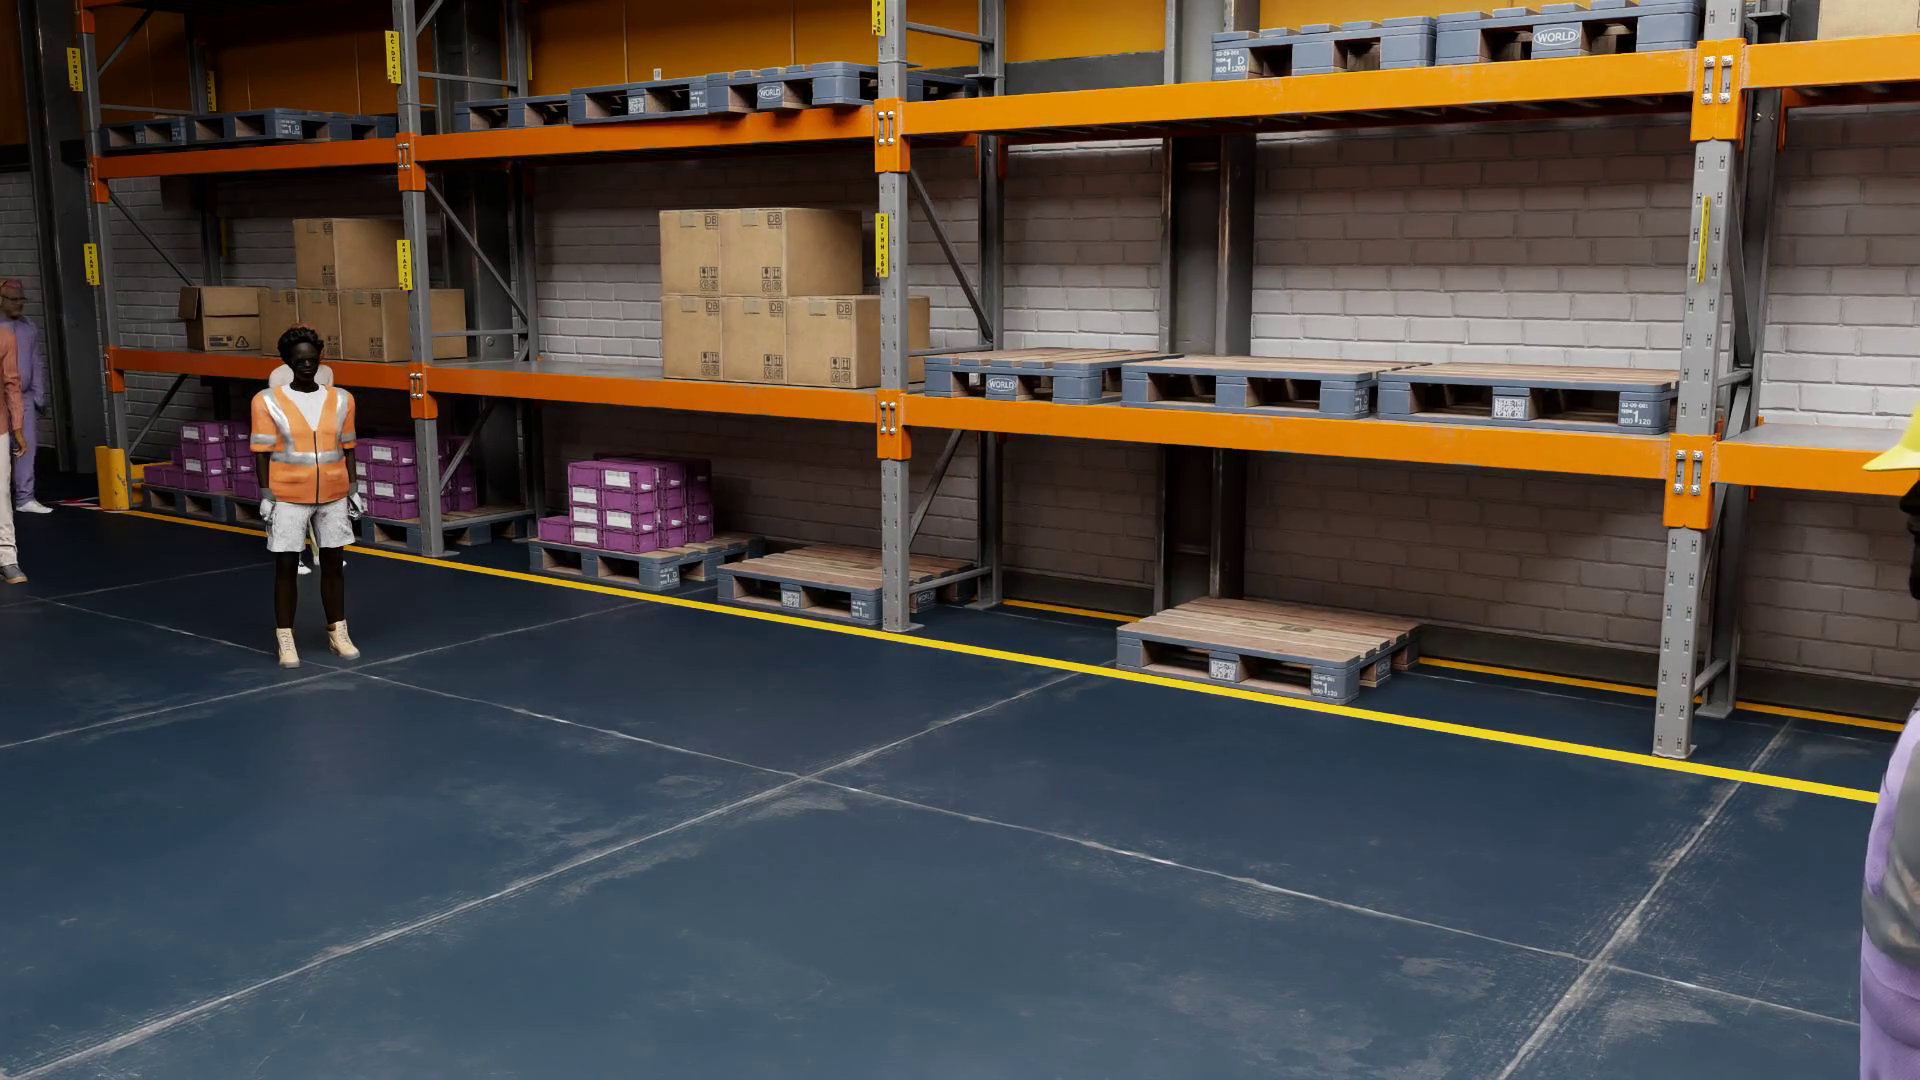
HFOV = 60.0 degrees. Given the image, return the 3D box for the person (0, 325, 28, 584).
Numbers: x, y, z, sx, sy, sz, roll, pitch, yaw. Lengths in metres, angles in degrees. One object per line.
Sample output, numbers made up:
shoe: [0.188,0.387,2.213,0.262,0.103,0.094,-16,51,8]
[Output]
person: [-6.130,-0.696,10.318,0.612,1.995,0.376,-8,13,-41]

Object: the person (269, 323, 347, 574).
person: [-4.250,-0.594,10.824,0.284,1.626,0.495,5,11,26]

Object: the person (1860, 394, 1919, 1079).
person: [1.324,0.703,2.192,0.370,1.927,0.588,6,11,32]

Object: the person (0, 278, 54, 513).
person: [-7.546,-1.118,13.166,0.468,1.886,0.688,3,10,17]

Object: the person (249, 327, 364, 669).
person: [-3.262,-0.216,8.342,0.531,1.698,0.320,-8,12,-38]
